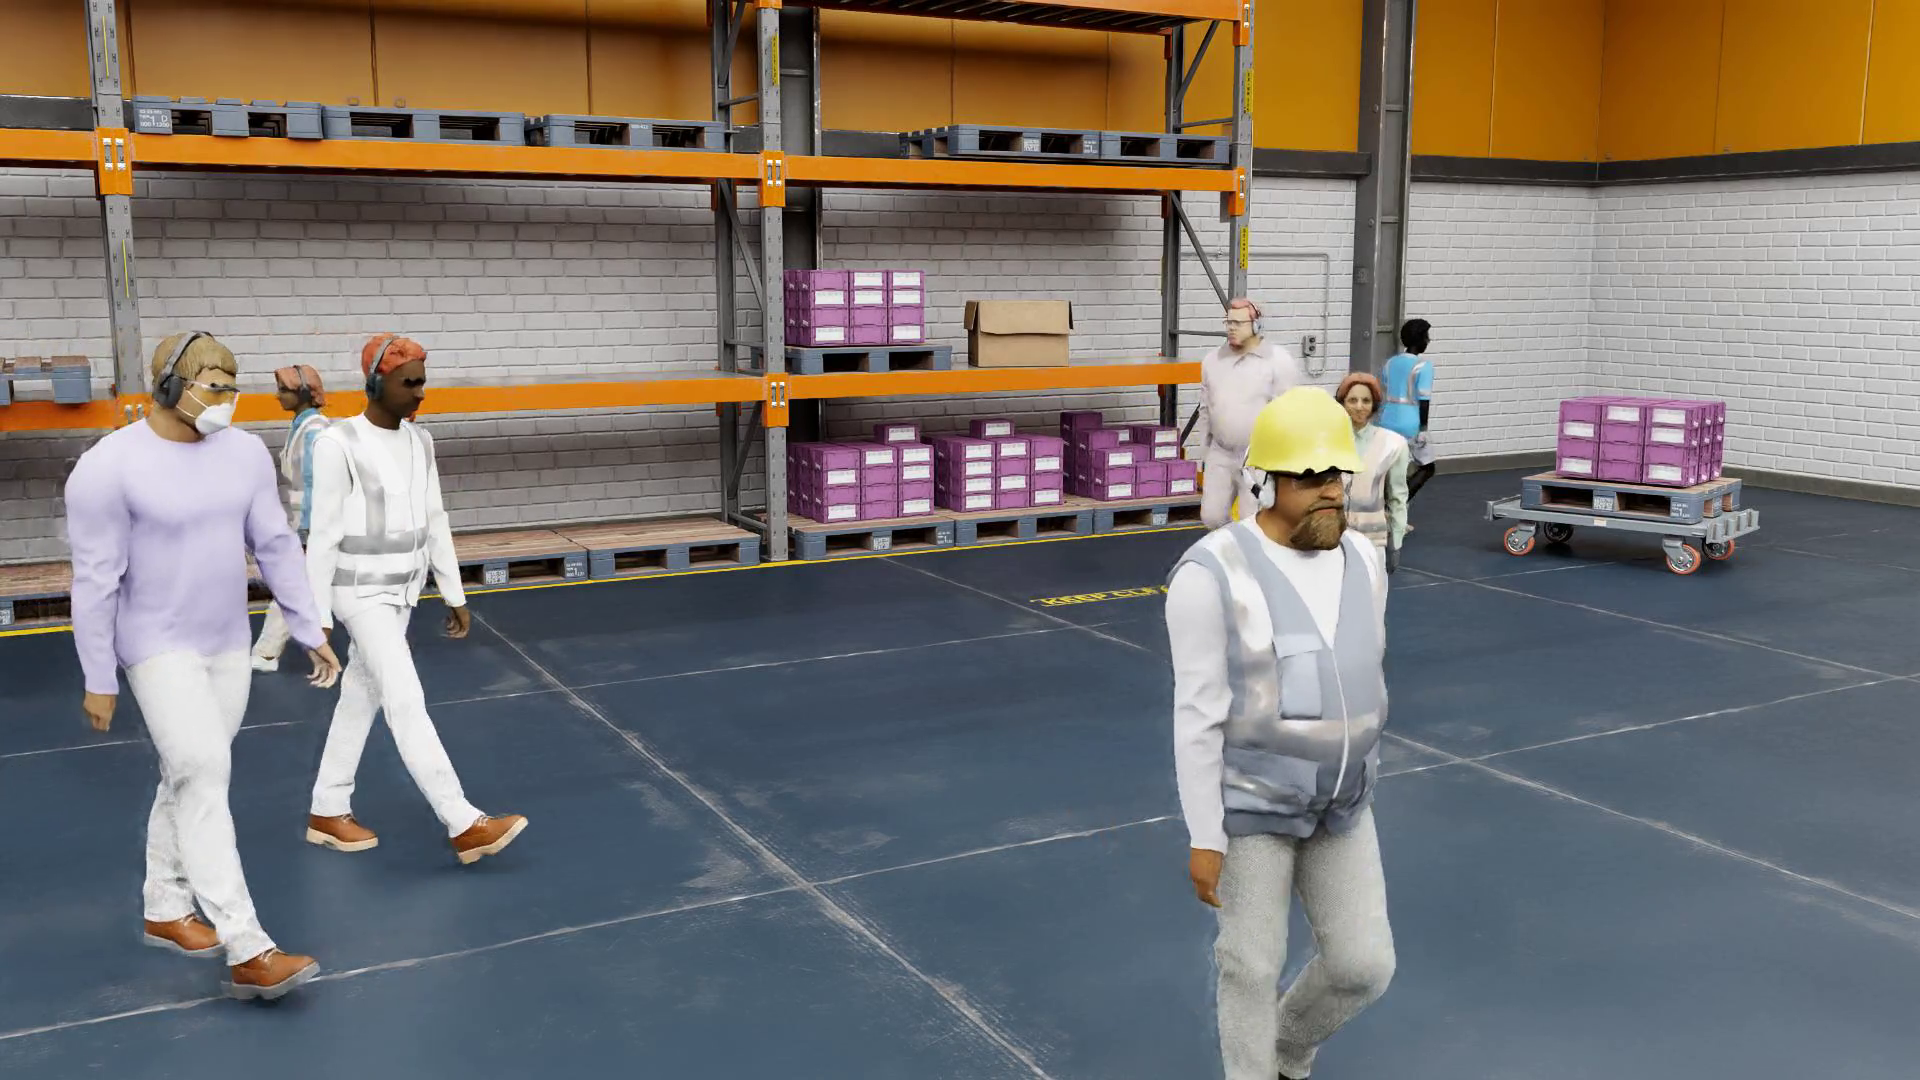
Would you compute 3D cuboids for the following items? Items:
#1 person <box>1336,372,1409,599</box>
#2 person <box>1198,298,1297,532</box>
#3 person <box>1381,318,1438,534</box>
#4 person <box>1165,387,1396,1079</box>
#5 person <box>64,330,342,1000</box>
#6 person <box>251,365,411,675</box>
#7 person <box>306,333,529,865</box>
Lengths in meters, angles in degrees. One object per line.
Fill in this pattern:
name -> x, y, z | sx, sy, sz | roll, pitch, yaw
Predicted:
person -> 1.760, 0.041, 7.590 | 0.533, 1.595, 0.861 | 2, 10, 14
person -> 1.749, -0.531, 10.180 | 0.646, 1.892, 0.514 | 7, 11, 35
person -> 3.460, -0.863, 12.835 | 0.362, 1.687, 0.538 | -5, 10, -27
person -> 0.721, 0.571, 3.671 | 0.601, 1.816, 0.423 | -4, 10, -24
person -> -2.127, 0.352, 4.798 | 0.928, 1.888, 0.631 | 3, 10, 20
person -> -3.264, -0.097, 8.457 | 0.893, 1.585, 0.519 | -6, 11, -31
person -> -1.921, 0.214, 5.781 | 0.991, 1.835, 0.594 | 2, 10, 15
